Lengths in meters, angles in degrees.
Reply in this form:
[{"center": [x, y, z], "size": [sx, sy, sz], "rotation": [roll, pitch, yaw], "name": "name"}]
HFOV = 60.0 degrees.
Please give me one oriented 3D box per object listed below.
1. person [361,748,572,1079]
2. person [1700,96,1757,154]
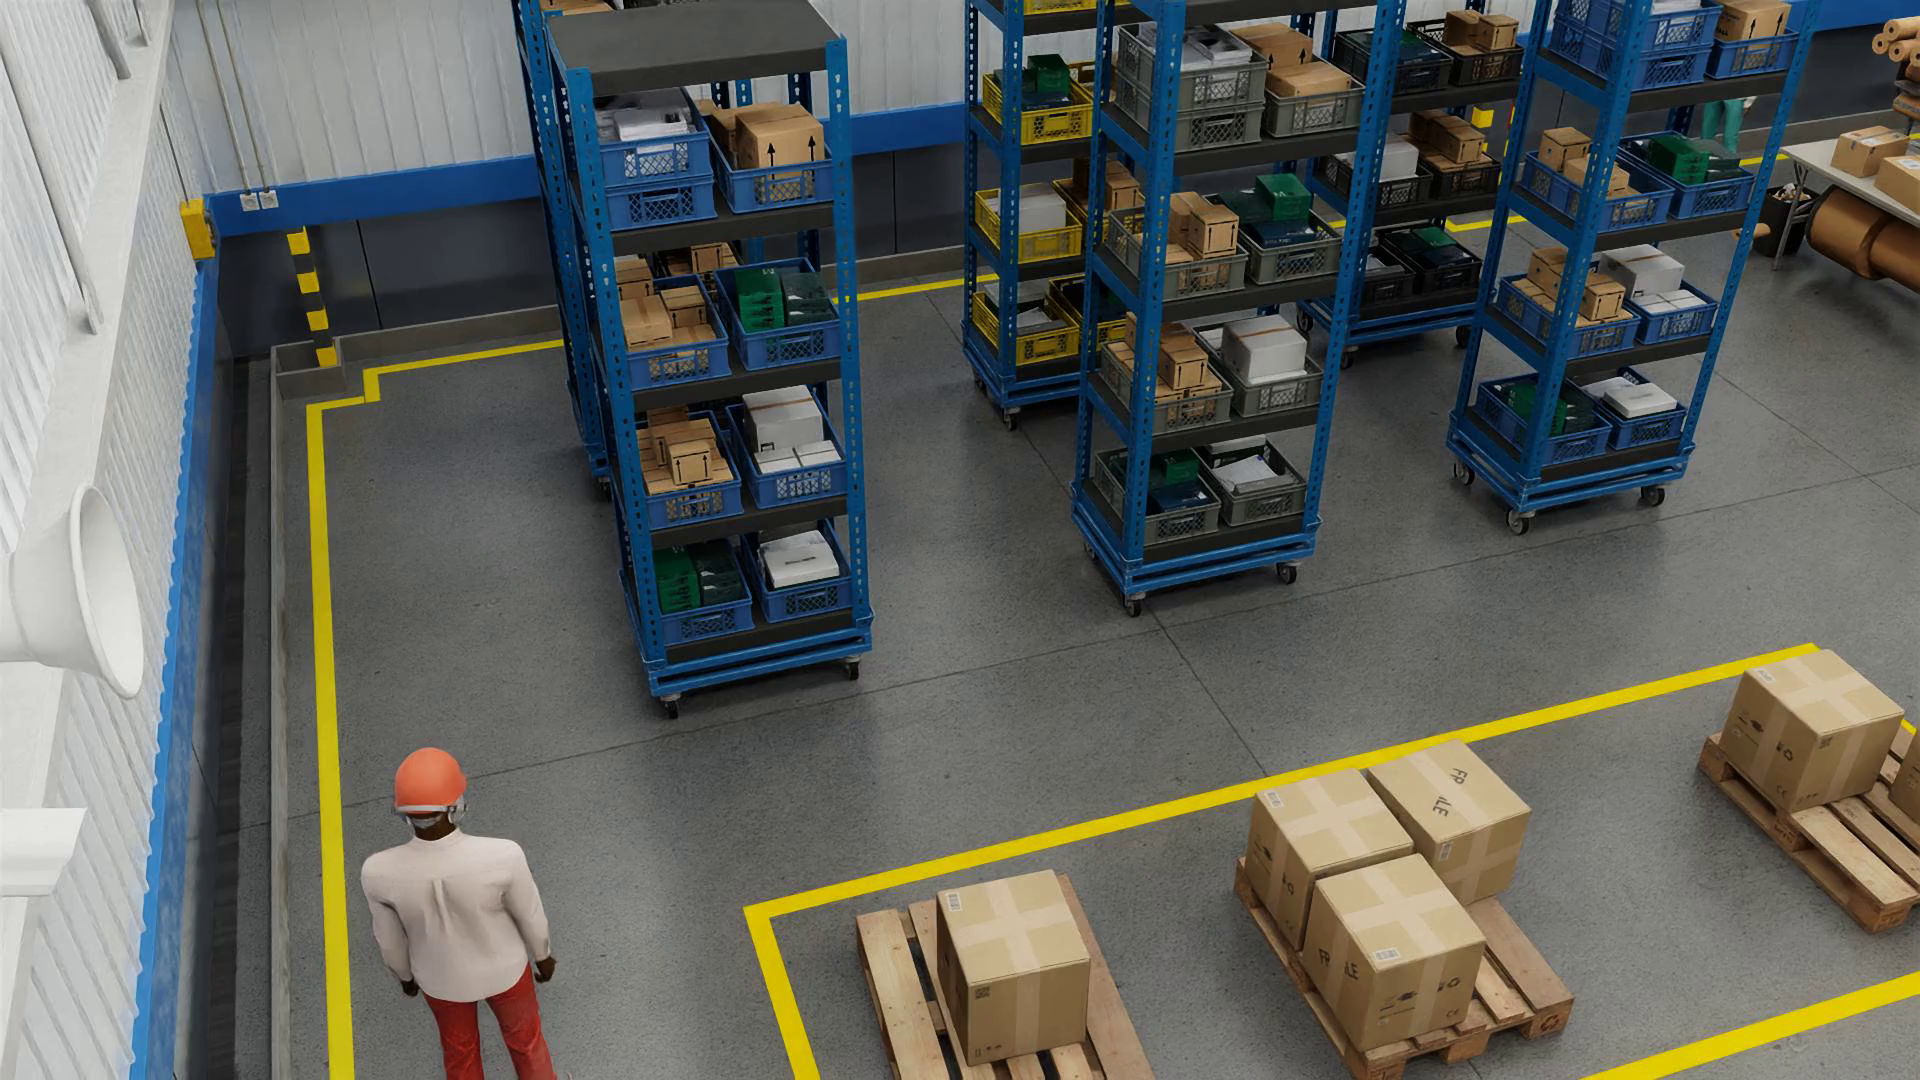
[{"center": [-1.847, 1.590, 6.314], "size": [0.608, 1.984, 0.392], "rotation": [-5, 35, -7], "name": "person"}, {"center": [6.516, -3.789, 14.127], "size": [0.312, 1.767, 0.532], "rotation": [-18, 39, -24], "name": "person"}]
